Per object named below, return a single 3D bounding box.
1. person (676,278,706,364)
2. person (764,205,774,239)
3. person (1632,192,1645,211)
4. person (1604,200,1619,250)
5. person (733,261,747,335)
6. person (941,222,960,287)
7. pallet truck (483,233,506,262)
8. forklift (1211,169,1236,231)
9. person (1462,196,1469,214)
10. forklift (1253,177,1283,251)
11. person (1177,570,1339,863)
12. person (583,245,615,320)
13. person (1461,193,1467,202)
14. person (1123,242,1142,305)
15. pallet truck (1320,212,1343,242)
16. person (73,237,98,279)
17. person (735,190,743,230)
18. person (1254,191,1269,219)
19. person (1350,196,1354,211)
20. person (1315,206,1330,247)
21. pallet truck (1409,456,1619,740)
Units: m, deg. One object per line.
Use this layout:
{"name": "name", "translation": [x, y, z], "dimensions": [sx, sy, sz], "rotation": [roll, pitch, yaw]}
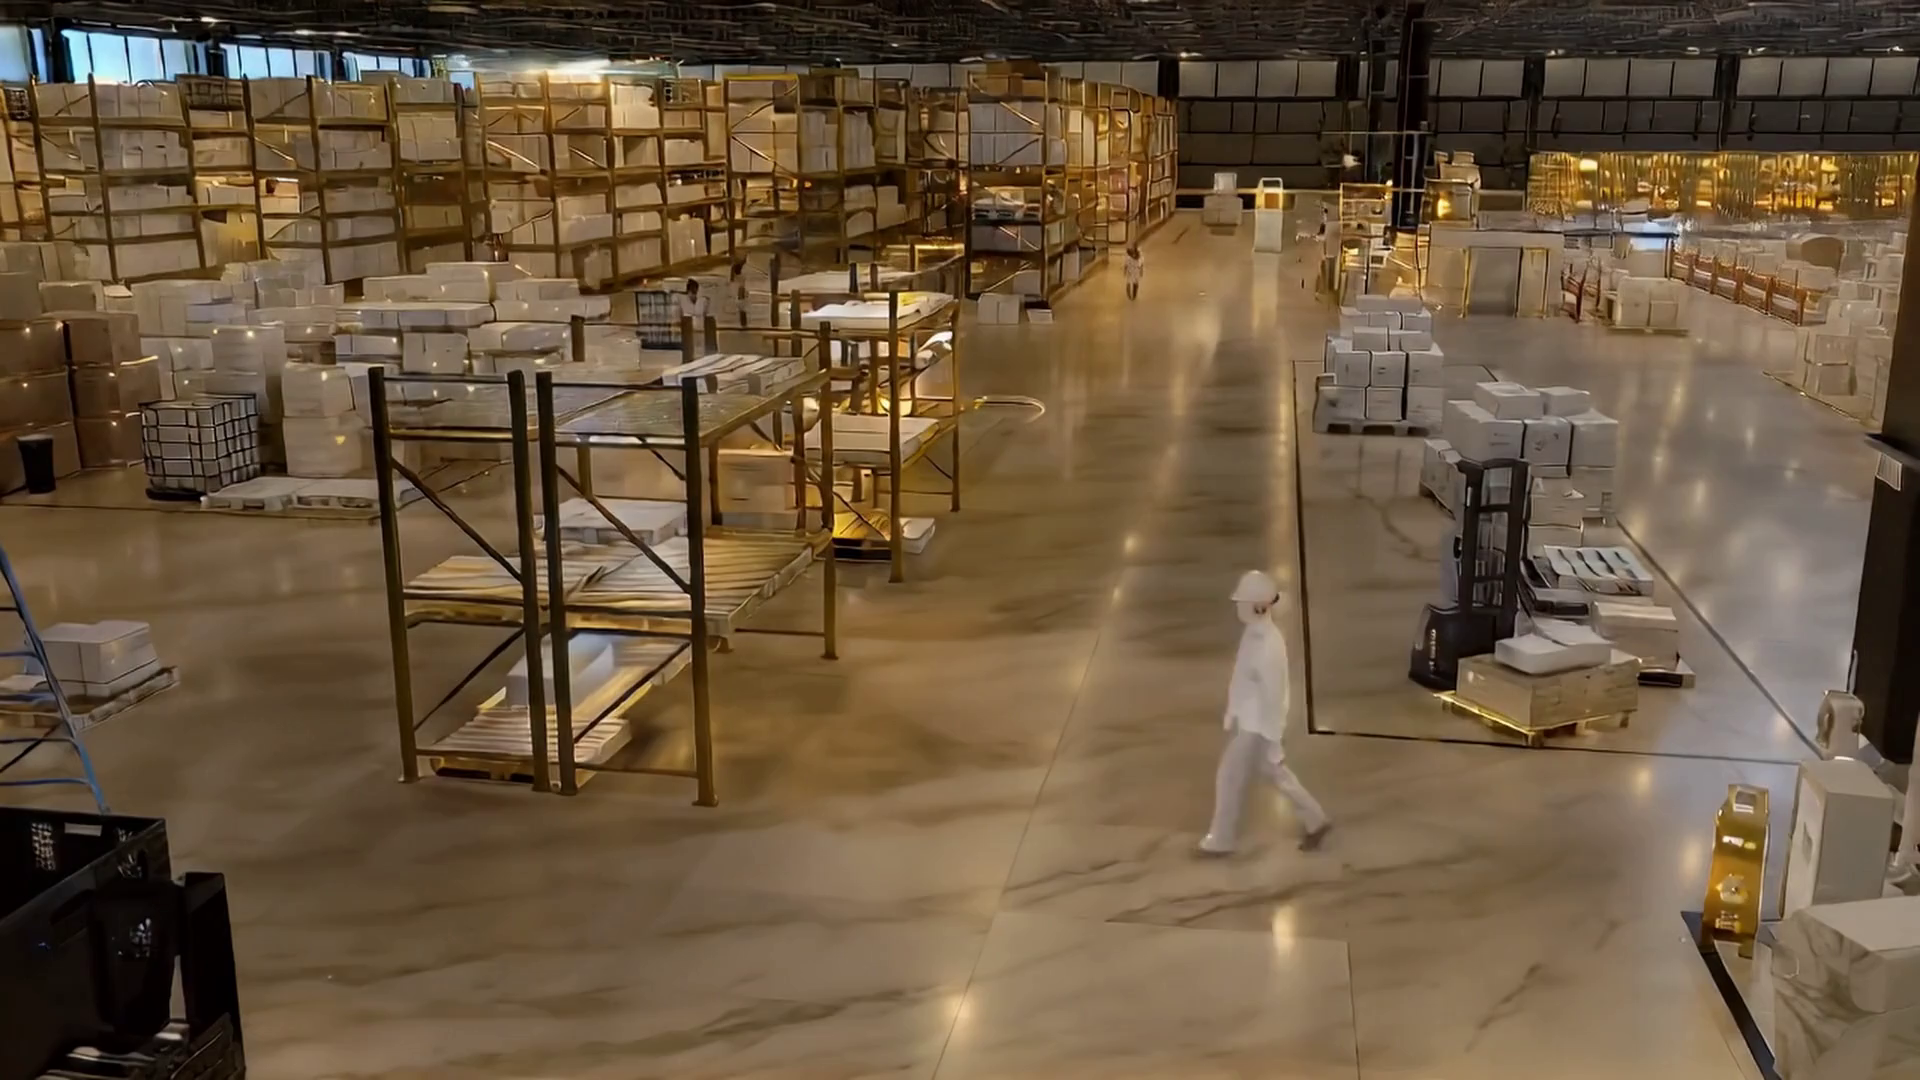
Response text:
{"name": "person", "translation": [-5.031, -3.951, 31.220], "dimensions": [0.593, 1.922, 0.391], "rotation": [-8, 16, -31]}
{"name": "person", "translation": [-7.248, -12.069, 64.424], "dimensions": [0.931, 1.792, 0.605], "rotation": [3, 14, 14]}
{"name": "person", "translation": [33.598, -16.508, 82.437], "dimensions": [0.591, 1.815, 0.640], "rotation": [1, 14, 3]}
{"name": "person", "translation": [25.529, -12.313, 65.116], "dimensions": [0.389, 1.948, 0.608], "rotation": [-7, 15, -25]}
{"name": "person", "translation": [-5.070, -5.577, 38.285], "dimensions": [0.318, 1.697, 0.534], "rotation": [0, 14, -1]}
{"name": "person", "translation": [-0.287, -8.554, 49.897], "dimensions": [0.592, 1.924, 0.543], "rotation": [2, 14, 8]}
{"name": "pallet truck", "translation": [-11.832, -7.026, 43.548], "dimensions": [1.885, 1.965, 0.823], "rotation": [8, 16, 28]}
{"name": "forklift", "translation": [12.450, -16.007, 78.191], "dimensions": [1.129, 2.768, 1.873], "rotation": [3, 14, 10]}
{"name": "person", "translation": [22.115, -14.209, 73.040], "dimensions": [0.589, 1.837, 0.404], "rotation": [5, 15, 18]}
{"name": "forklift", "translation": [12.083, -12.747, 64.956], "dimensions": [1.129, 2.768, 1.873], "rotation": [3, 14, 10]}
{"name": "person", "translation": [1.954, 1.126, 10.554], "dimensions": [1.007, 1.959, 0.608], "rotation": [1, 14, 5]}
{"name": "person", "translation": [-9.113, -6.406, 41.329], "dimensions": [0.980, 1.860, 0.659], "rotation": [1, 14, 5]}
{"name": "person", "translation": [23.298, -15.167, 77.029], "dimensions": [0.573, 1.789, 0.979], "rotation": [-10, 17, -34]}
{"name": "person", "translation": [4.660, -7.175, 44.782], "dimensions": [0.560, 1.684, 0.435], "rotation": [-3, 14, -14]}
{"name": "pallet truck", "translation": [15.874, -13.227, 70.310], "dimensions": [0.680, 1.201, 1.601], "rotation": [10, 17, 35]}
{"name": "person", "translation": [-22.559, -6.861, 43.044], "dimensions": [0.682, 1.916, 0.639], "rotation": [4, 14, 17]}
{"name": "person", "translation": [-10.138, -15.168, 76.567], "dimensions": [0.638, 2.030, 0.413], "rotation": [10, 17, 35]}
{"name": "person", "translation": [15.722, -17.375, 86.157], "dimensions": [0.591, 1.703, 0.891], "rotation": [-10, 17, -35]}
{"name": "person", "translation": [20.590, -17.750, 87.638], "dimensions": [0.361, 1.733, 0.486], "rotation": [12, 18, 40]}
{"name": "person", "translation": [14.740, -12.615, 66.977], "dimensions": [0.908, 1.644, 0.533], "rotation": [1, 14, 4]}
{"name": "pallet truck", "translation": [4.504, 0.400, 13.395], "dimensions": [0.823, 1.965, 1.885], "rotation": [-6, 15, -23]}
